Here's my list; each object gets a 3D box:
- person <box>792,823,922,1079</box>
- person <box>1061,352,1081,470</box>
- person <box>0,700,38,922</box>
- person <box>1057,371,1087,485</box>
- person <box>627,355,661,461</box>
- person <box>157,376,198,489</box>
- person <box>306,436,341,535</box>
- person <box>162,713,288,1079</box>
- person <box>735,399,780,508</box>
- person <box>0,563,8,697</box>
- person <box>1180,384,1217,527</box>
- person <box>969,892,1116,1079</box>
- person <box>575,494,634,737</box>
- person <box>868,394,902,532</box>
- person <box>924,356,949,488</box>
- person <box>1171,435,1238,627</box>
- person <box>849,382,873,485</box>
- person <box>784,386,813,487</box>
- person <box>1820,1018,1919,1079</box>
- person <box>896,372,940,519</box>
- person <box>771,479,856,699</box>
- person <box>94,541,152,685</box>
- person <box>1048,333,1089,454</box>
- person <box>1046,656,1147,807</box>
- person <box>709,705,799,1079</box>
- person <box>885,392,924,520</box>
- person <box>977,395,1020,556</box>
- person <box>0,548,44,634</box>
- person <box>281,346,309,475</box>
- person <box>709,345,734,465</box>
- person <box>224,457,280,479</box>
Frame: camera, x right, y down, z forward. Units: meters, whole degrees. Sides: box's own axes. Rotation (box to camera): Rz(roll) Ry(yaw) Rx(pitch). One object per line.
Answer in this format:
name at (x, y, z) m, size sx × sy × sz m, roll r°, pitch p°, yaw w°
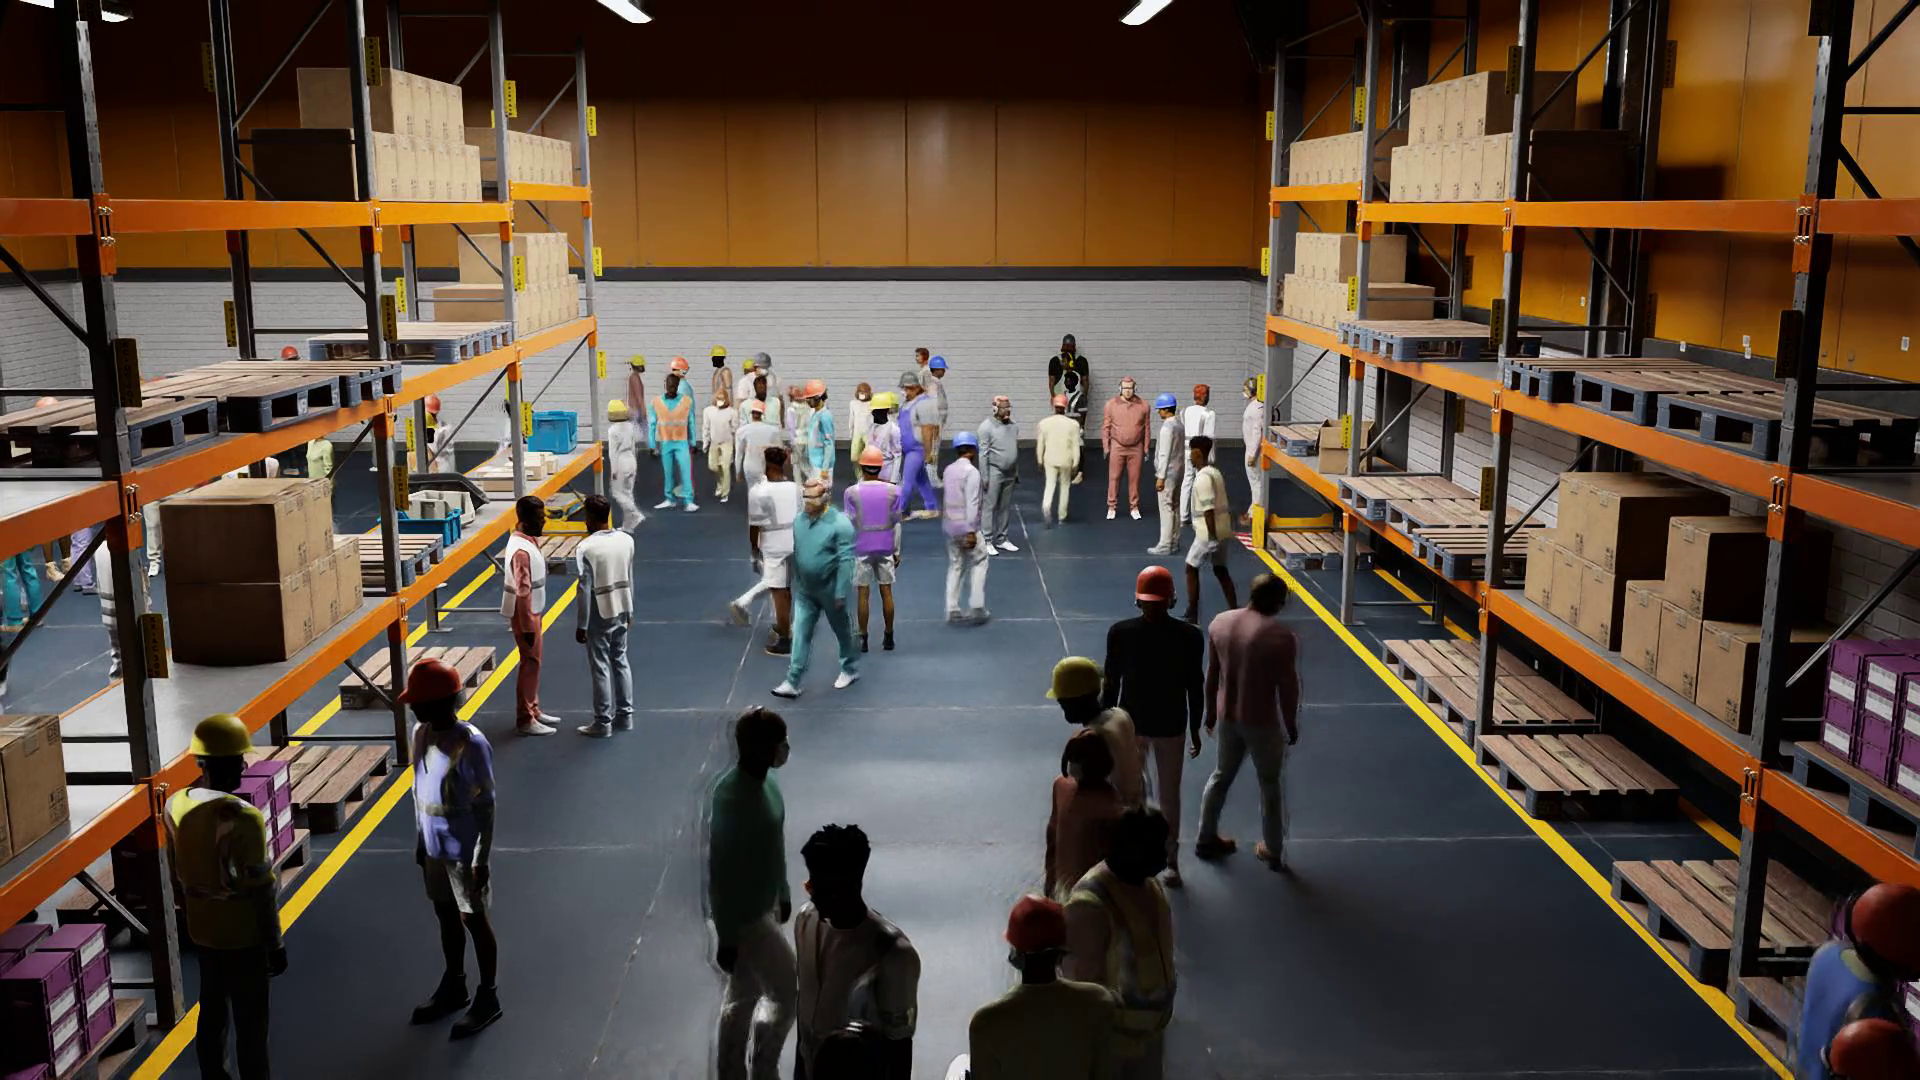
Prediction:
person at (-0.404, 1.955, 6.040) m, size 0.373 × 1.957 × 0.606 m, roll -11°, pitch 16°, yaw -44°
person at (1.725, -2.029, 26.248) m, size 0.310 × 1.864 × 0.534 m, roll -5°, pitch 12°, yaw -25°
person at (-5.540, 1.296, 9.379) m, size 0.340 × 1.942 × 0.552 m, roll 0°, pitch 11°, yaw 2°
person at (1.671, -1.679, 24.914) m, size 0.317 × 1.695 × 0.540 m, roll -10°, pitch 15°, yaw -40°
person at (-5.171, -2.147, 27.173) m, size 0.869 × 1.722 × 0.544 m, roll -3°, pitch 12°, yaw -15°
person at (-11.510, -1.509, 24.018) m, size 0.853 × 1.721 × 0.560 m, roll -6°, pitch 13°, yaw -26°
person at (-7.450, -0.605, 19.388) m, size 0.332 × 1.760 × 0.526 m, roll -11°, pitch 16°, yaw -44°
person at (-3.221, 1.706, 7.370) m, size 0.587 × 1.926 × 0.368 m, roll 5°, pitch 12°, yaw 25°
person at (-2.552, -0.913, 20.988) m, size 0.577 × 1.727 × 0.730 m, roll 0°, pitch 11°, yaw 2°
person at (-8.161, 0.470, 13.691) m, size 0.583 × 1.887 × 0.988 m, roll -3°, pitch 12°, yaw -15°
person at (3.064, -1.069, 21.429) m, size 0.353 × 1.874 × 0.573 m, roll -9°, pitch 15°, yaw -39°
person at (0.271, 2.088, 5.883) m, size 0.570 × 1.749 × 0.339 m, roll -5°, pitch 12°, yaw -24°
person at (-2.767, 0.589, 13.027) m, size 0.410 × 1.908 × 0.598 m, roll 6°, pitch 13°, yaw 29°
person at (-0.925, -0.787, 19.862) m, size 0.367 × 1.927 × 0.587 m, roll -9°, pitch 14°, yaw -37°
person at (-0.352, -1.750, 24.638) m, size 0.390 × 1.946 × 0.614 m, roll 0°, pitch 11°, yaw 0°
person at (2.418, -0.065, 16.256) m, size 0.840 × 1.912 × 0.625 m, roll 6°, pitch 13°, yaw 27°
person at (-1.404, -1.499, 24.196) m, size 0.509 × 1.618 × 0.369 m, roll 4°, pitch 12°, yaw 20°
person at (-2.257, -1.385, 23.611) m, size 0.420 × 1.619 × 0.526 m, roll 5°, pitch 12°, yaw 24°
person at (2.673, 2.262, 5.001) m, size 0.563 × 1.755 × 0.320 m, roll -10°, pitch 15°, yaw -40°
person at (-0.677, -1.245, 21.873) m, size 0.985 × 2.000 × 0.697 m, roll -5°, pitch 12°, yaw -22°
person at (-1.196, 0.409, 14.042) m, size 0.658 × 1.852 × 0.999 m, roll 6°, pitch 13°, yaw 30°
person at (-6.390, 0.645, 12.797) m, size 0.574 × 1.883 × 0.356 m, roll 8°, pitch 14°, yaw 35°
person at (1.828, -2.445, 27.894) m, size 0.679 × 2.000 × 0.537 m, roll 1°, pitch 11°, yaw 7°
person at (0.712, 1.508, 8.466) m, size 0.563 × 1.885 × 0.599 m, roll 5°, pitch 12°, yaw 23°
person at (-0.864, 1.680, 7.511) m, size 0.630 × 1.916 × 0.665 m, roll 1°, pitch 11°, yaw 5°
person at (-0.870, -1.094, 21.917) m, size 0.728 × 1.709 × 0.509 m, roll -7°, pitch 13°, yaw -31°
person at (0.493, -0.782, 19.894) m, size 0.399 × 1.908 × 0.642 m, roll 11°, pitch 16°, yaw 44°
person at (-9.234, -0.009, 16.170) m, size 0.328 × 1.844 × 0.511 m, roll 4°, pitch 12°, yaw 21°
person at (-10.340, -2.020, 25.898) m, size 0.403 × 1.987 × 0.613 m, roll 9°, pitch 15°, yaw 40°
person at (-3.841, -2.170, 26.799) m, size 0.375 × 1.929 × 0.585 m, roll -5°, pitch 12°, yaw -22°
person at (-7.283, -0.211, 17.209) m, size 0.563 × 1.836 × 0.395 m, roll -10°, pitch 15°, yaw -41°
